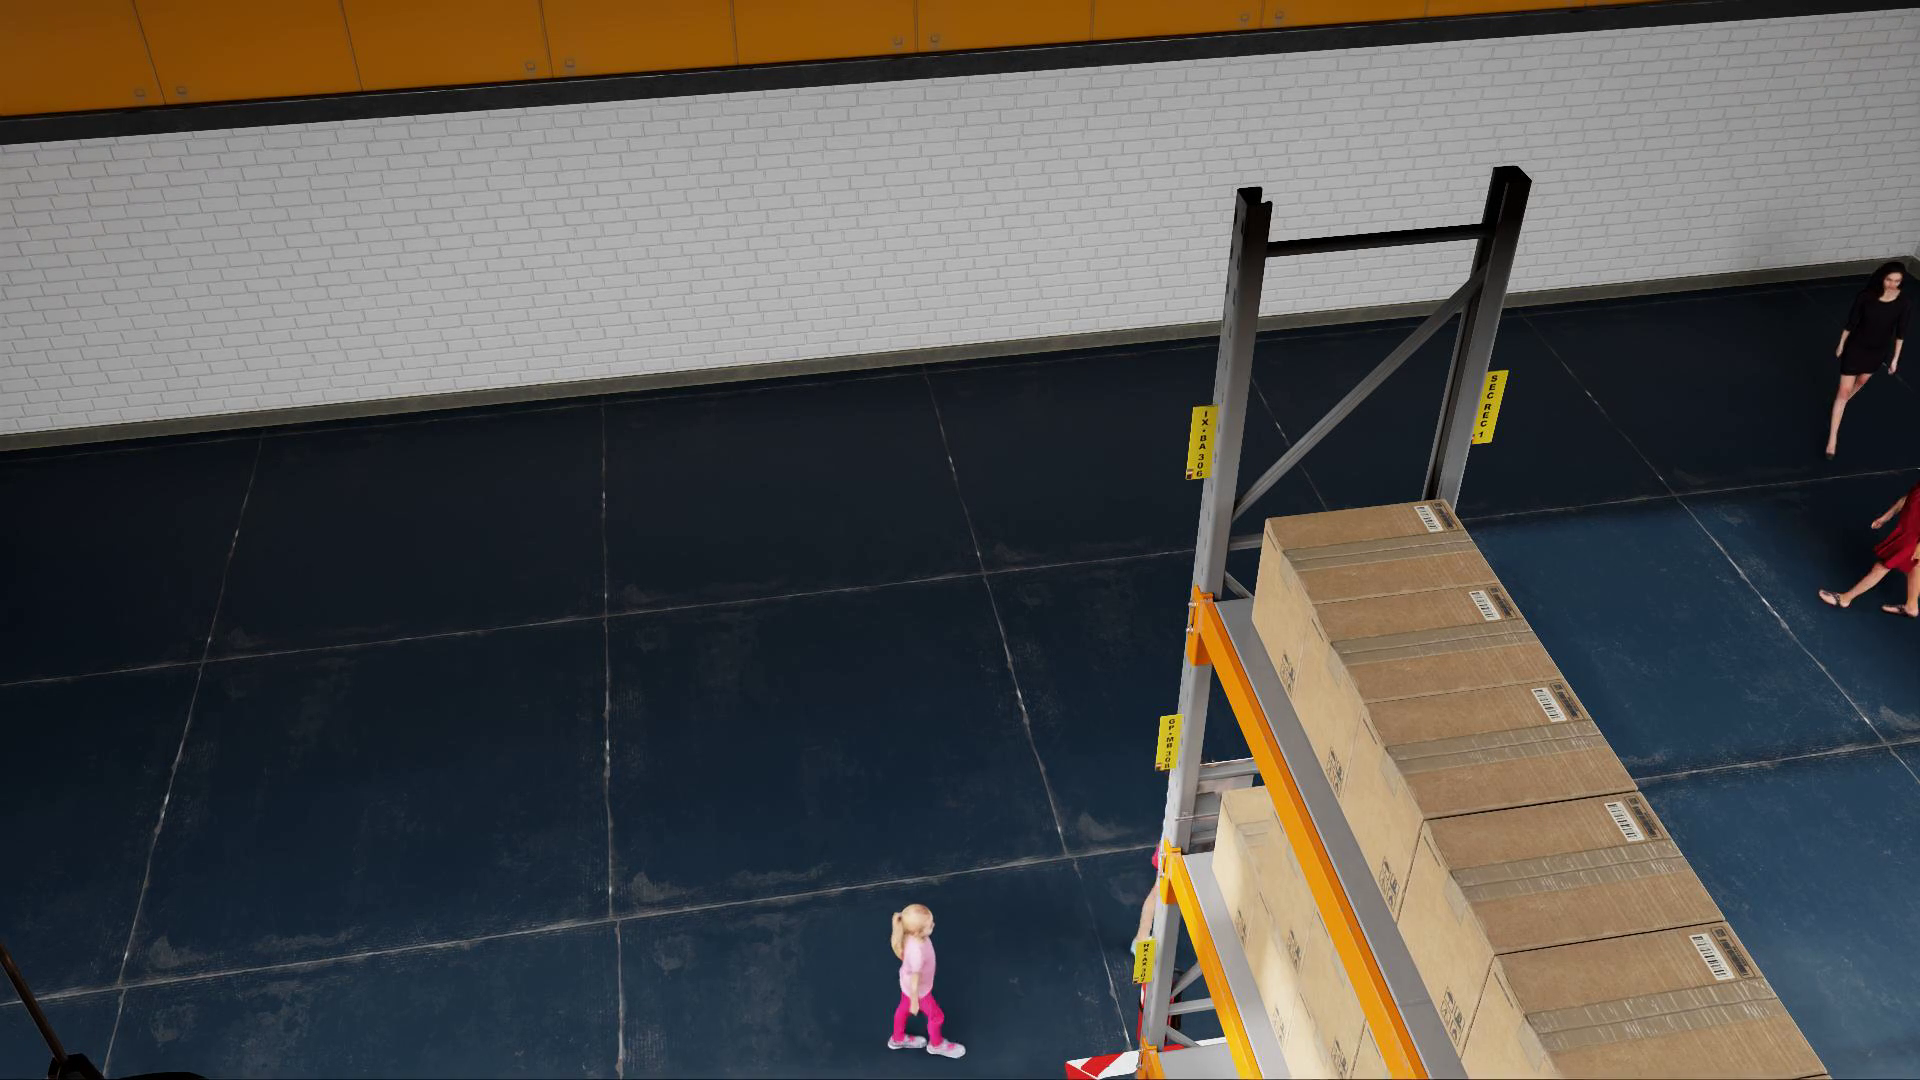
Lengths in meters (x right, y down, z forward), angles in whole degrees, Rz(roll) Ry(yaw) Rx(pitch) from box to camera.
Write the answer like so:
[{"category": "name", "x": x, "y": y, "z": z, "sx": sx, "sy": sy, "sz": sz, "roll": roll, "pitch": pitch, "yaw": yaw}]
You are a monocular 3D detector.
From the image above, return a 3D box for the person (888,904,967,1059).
[{"category": "person", "x": -0.308, "y": 2.535, "z": 9.517, "sx": 0.603, "sy": 1.258, "sz": 0.644, "roll": -3, "pitch": 39, "yaw": -3}]

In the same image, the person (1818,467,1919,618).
[{"category": "person", "x": 7.259, "y": -0.015, "z": 12.504, "sx": 0.893, "sy": 1.517, "sz": 0.984, "roll": 12, "pitch": 40, "yaw": 15}]

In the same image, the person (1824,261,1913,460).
[{"category": "person", "x": 7.795, "y": -1.624, "z": 14.327, "sx": 0.958, "sy": 1.755, "sz": 1.188, "roll": 12, "pitch": 40, "yaw": 15}]

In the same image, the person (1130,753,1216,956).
[{"category": "person", "x": 1.246, "y": 1.910, "z": 9.914, "sx": 0.859, "sy": 1.740, "sz": 1.023, "roll": 4, "pitch": 39, "yaw": 5}]
